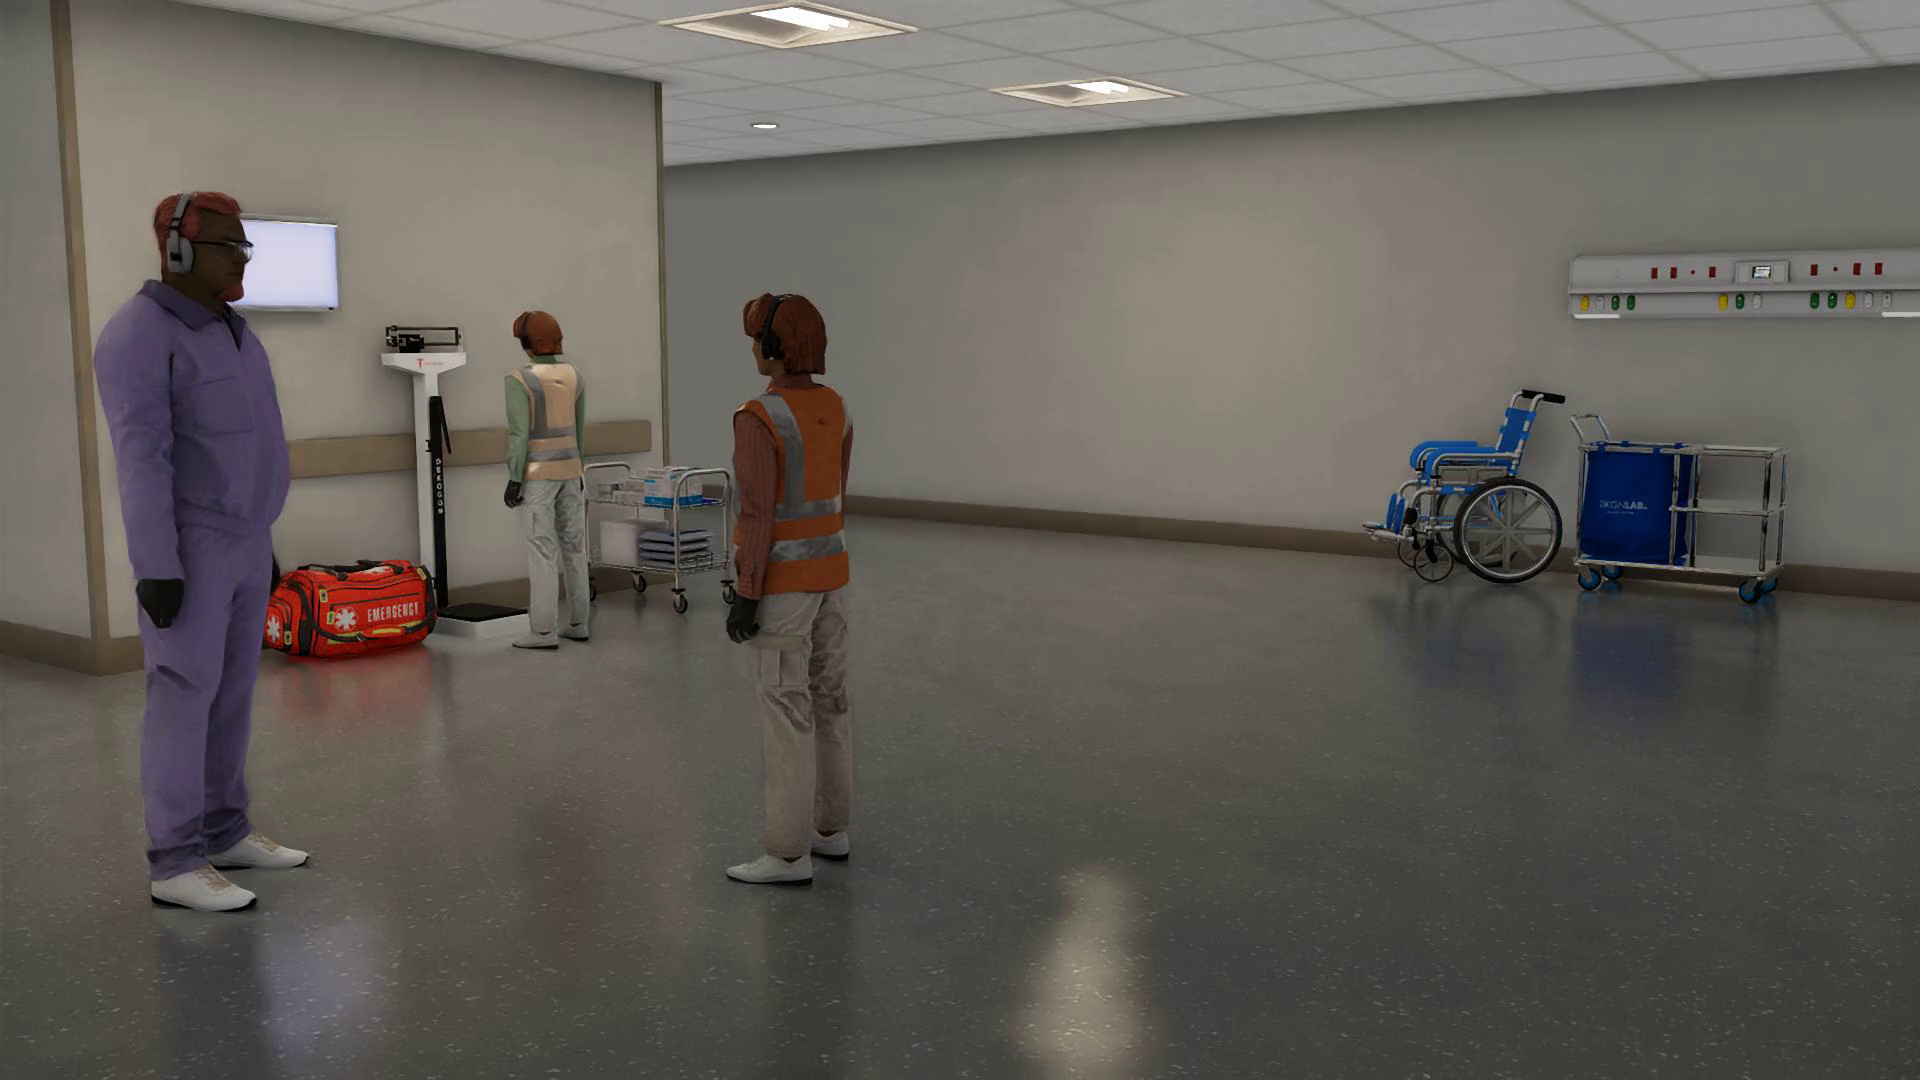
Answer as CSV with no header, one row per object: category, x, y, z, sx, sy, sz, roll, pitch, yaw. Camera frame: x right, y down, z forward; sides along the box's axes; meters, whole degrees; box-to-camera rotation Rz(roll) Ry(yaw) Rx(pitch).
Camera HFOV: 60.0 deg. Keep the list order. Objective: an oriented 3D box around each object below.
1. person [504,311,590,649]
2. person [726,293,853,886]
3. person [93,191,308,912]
person,-2.007,-0.288,8.083,0.310,1.636,0.522,4,8,28
person,-0.467,0.138,4.644,0.308,1.640,0.510,3,8,25
person,-2.021,0.023,4.509,0.403,1.904,0.651,0,7,1
